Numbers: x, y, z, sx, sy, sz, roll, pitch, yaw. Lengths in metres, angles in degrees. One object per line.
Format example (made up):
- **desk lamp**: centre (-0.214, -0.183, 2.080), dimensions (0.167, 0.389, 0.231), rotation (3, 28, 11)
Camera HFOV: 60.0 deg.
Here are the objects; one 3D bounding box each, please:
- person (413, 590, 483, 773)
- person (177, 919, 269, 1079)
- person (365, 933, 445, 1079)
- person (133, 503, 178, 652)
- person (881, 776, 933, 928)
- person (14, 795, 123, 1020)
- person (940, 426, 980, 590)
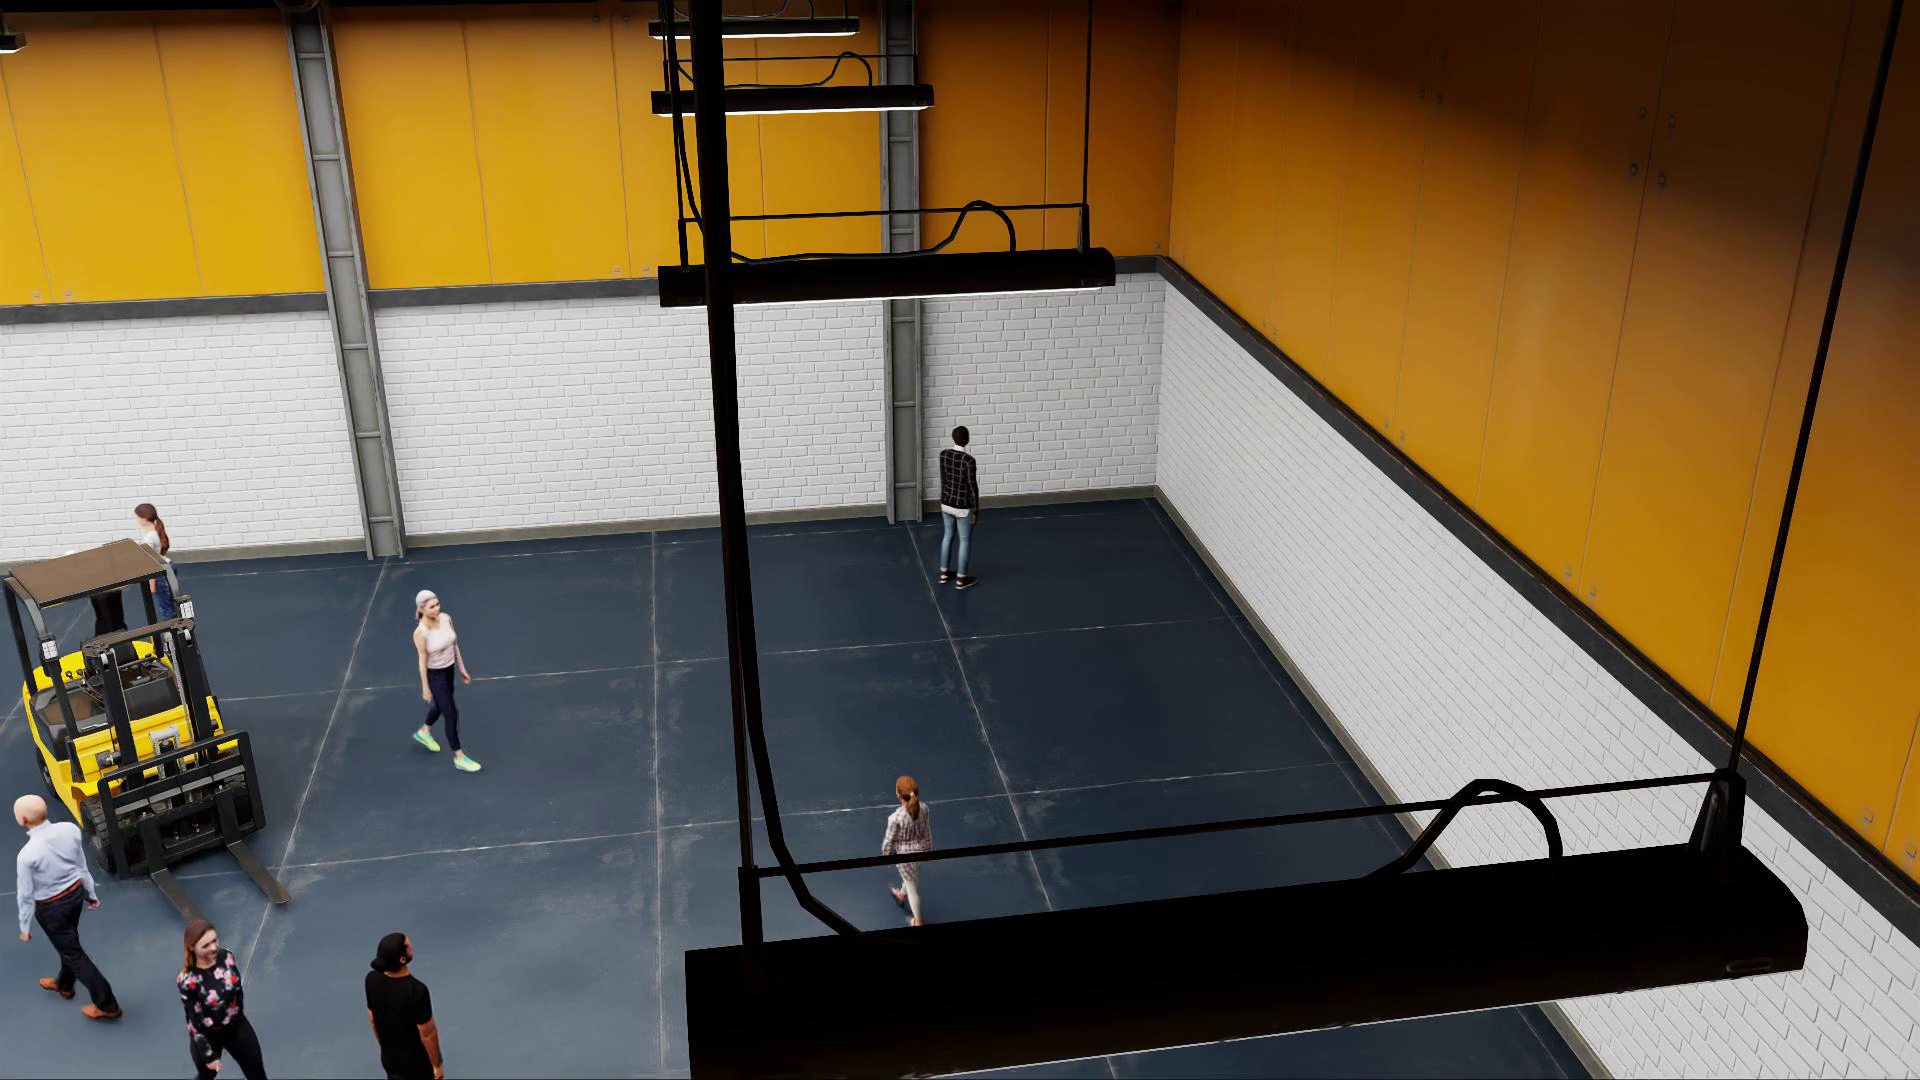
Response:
- **person**: centre (-4.624, 1.192, 14.633), dimensions (1.119, 1.686, 0.917), rotation (8, 25, 17)
- **person**: centre (-4.697, 3.068, 10.404), dimensions (1.124, 1.636, 1.006), rotation (13, 27, 27)
- **person**: centre (-3.341, 3.135, 10.098), dimensions (0.681, 1.758, 0.773), rotation (11, 26, 23)
- **person**: centre (-8.036, 0.344, 16.725), dimensions (0.518, 1.564, 0.534), rotation (-3, 24, -7)
- **person**: centre (-0.335, 2.376, 12.419), dimensions (0.841, 1.291, 0.815), rotation (-16, 28, -32)
- **person**: centre (-6.124, 2.557, 11.418), dimensions (1.155, 1.762, 0.974), rotation (8, 25, 17)
- **person**: centre (-0.036, -0.370, 18.041), dimensions (0.724, 1.819, 0.780), rotation (16, 28, 32)
